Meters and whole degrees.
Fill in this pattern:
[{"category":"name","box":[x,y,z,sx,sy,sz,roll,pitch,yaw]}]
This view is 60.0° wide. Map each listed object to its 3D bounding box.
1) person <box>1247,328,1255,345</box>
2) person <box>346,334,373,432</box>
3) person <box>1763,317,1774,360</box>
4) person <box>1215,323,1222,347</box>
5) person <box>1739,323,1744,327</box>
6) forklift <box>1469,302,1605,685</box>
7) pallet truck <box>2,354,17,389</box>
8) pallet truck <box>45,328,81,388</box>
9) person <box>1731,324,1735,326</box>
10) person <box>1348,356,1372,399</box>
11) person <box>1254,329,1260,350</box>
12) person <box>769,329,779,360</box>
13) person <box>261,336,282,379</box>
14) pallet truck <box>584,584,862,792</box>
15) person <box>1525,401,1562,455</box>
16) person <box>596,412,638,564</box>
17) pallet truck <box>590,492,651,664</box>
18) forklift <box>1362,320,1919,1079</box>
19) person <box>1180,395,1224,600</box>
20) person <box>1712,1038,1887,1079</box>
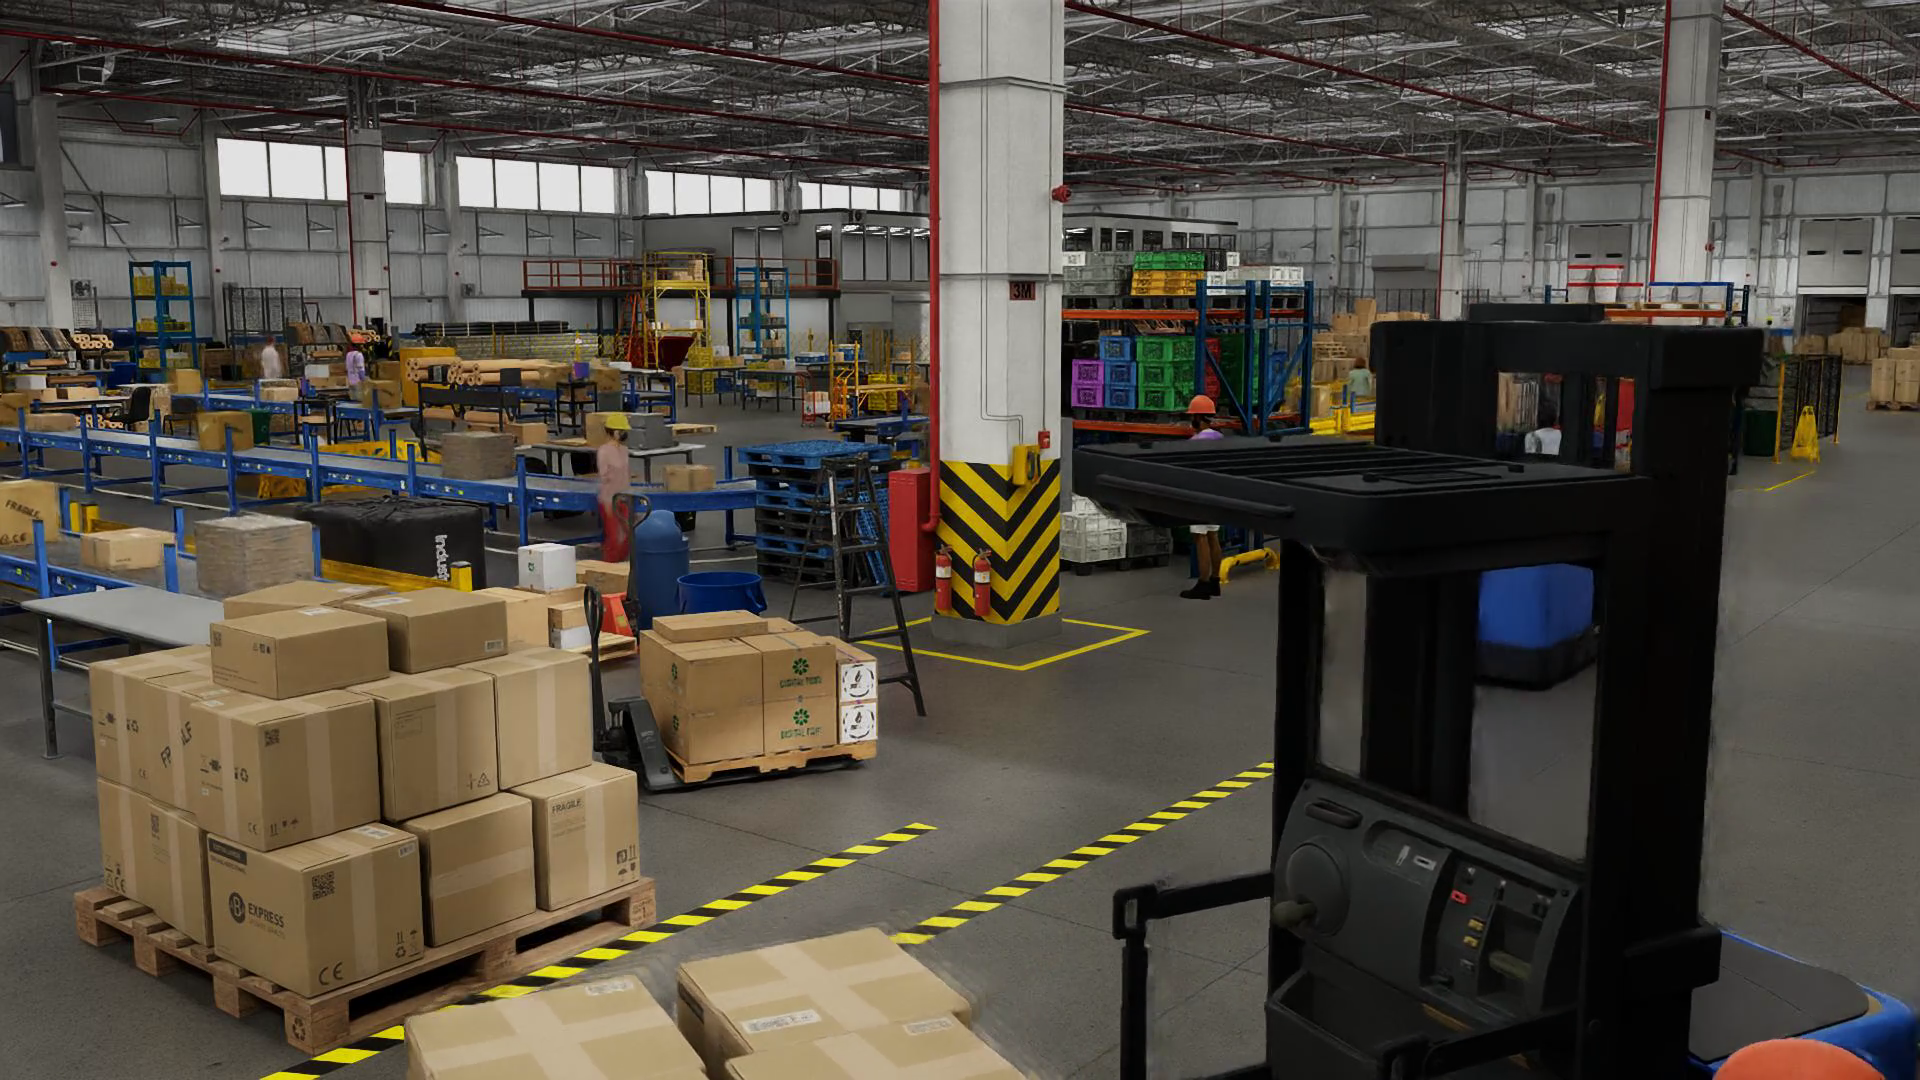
[{"category":"person","box":[11.349,-7.620,65.269,0.491,1.684,0.936,2,9,15]},{"category":"person","box":[-12.569,-3.267,34.731,0.609,2.044,0.395,8,12,44]},{"category":"person","box":[34.822,-8.720,71.998,0.658,1.896,0.597,5,10,31]},{"category":"person","box":[8.264,-6.000,53.438,0.371,1.959,0.602,-3,9,-20]},{"category":"person","box":[29.973,-7.445,63.763,0.654,1.790,0.974,-8,12,-44]},{"category":"forklift","box":[4.379,-0.438,12.852,1.129,2.768,1.873,7,11,37]},{"category":"pallet truck","box":[-24.881,-4.417,42.634,1.885,1.965,0.823,8,11,41]},{"category":"pallet truck","box":[-23.775,-4.544,43.495,1.885,1.965,0.823,6,10,35]},{"category":"person","box":[26.832,-6.633,58.145,0.917,1.837,0.529,7,11,37]},{"category":"person","box":[8.163,-2.957,34.049,0.516,1.616,0.566,7,11,40]},{"category":"person","box":[14.788,-10.464,83.641,0.629,1.919,0.705,0,8,-3]},{"category":"person","box":[-6.943,-7.213,61.995,0.343,1.847,0.506,5,10,30]},{"category":"person","box":[-16.304,-3.891,39.465,0.438,1.891,0.643,-7,11,-39]},{"category":"pallet truck","box":[-1.426,0.805,10.019,1.601,1.201,0.680,-4,9,-26]},{"category":"person","box":[6.511,-0.693,18.545,0.532,1.696,0.319,-2,9,-13]},{"category":"person","box":[-3.328,-0.369,16.162,0.347,1.755,0.538,4,9,25]},{"category":"pallet truck","box":[-3.115,0.344,12.883,0.653,1.274,1.630,7,11,37]},{"category":"forklift","box":[1.426,0.846,4.195,1.873,2.768,1.129,-4,9,-27]},{"category":"person","box":[2.289,-0.402,15.770,0.379,1.938,0.547,6,10,36]},{"category":"person","box":[1.333,1.627,2.253,0.730,1.949,0.729,-7,11,-40]}]
